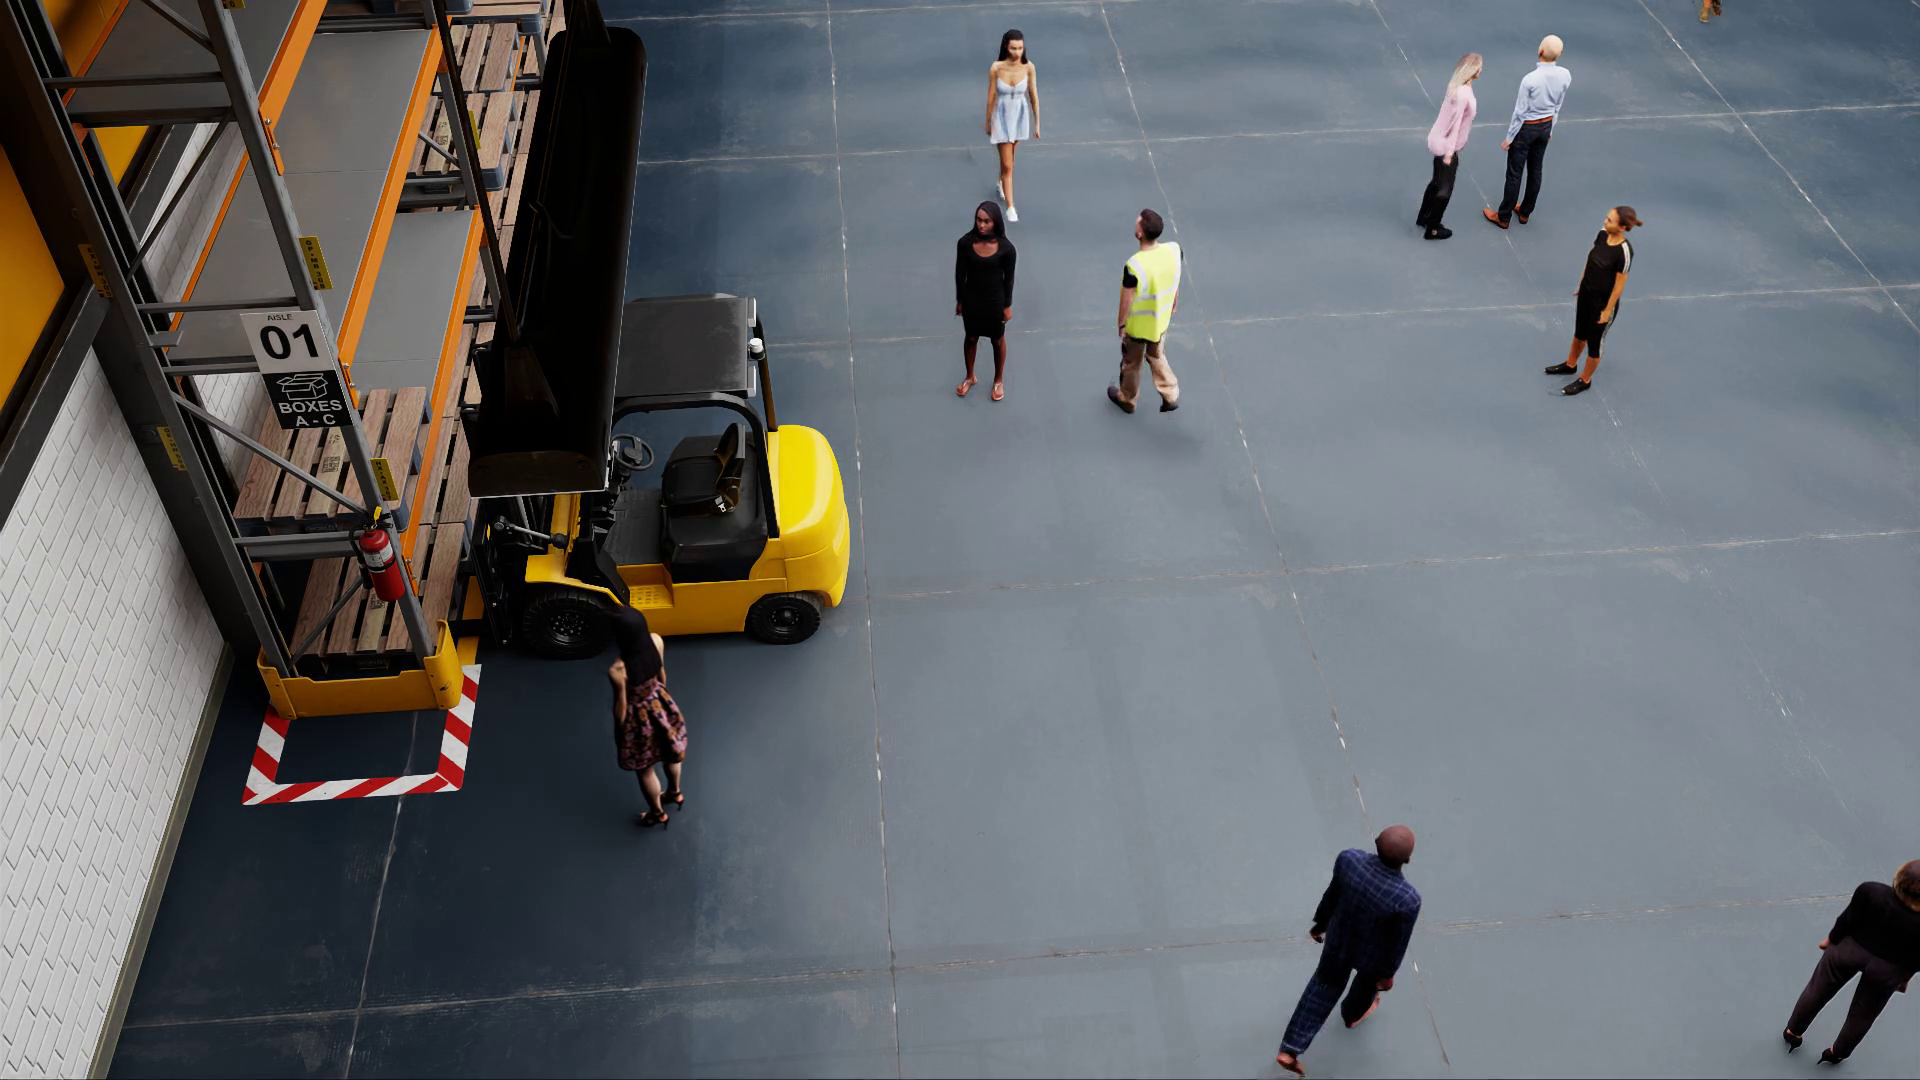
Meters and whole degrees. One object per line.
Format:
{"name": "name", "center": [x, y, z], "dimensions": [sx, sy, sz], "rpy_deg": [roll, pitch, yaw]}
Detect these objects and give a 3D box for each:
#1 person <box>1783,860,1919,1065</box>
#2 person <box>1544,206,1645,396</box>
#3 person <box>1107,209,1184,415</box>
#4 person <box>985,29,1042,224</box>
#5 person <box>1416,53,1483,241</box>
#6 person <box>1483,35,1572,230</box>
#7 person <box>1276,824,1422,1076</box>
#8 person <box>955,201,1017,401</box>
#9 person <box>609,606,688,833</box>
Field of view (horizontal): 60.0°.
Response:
{"name": "person", "center": [4.682, 2.195, 8.610], "dimensions": [0.685, 1.670, 0.739], "rpy_deg": [29, 51, 27]}
{"name": "person", "center": [4.964, -1.884, 12.893], "dimensions": [0.661, 1.669, 0.486], "rpy_deg": [-9, 44, -9]}
{"name": "person", "center": [1.448, -1.644, 12.521], "dimensions": [0.918, 1.834, 1.025], "rpy_deg": [-23, 48, -22]}
{"name": "person", "center": [0.425, -3.790, 14.871], "dimensions": [0.728, 1.699, 1.054], "rpy_deg": [-10, 45, -10]}
{"name": "person", "center": [4.209, -3.465, 14.548], "dimensions": [0.785, 1.673, 0.658], "rpy_deg": [17, 46, 17]}
{"name": "person", "center": [4.997, -3.562, 14.566], "dimensions": [0.684, 1.791, 0.636], "rpy_deg": [-12, 45, -13]}
{"name": "person", "center": [2.027, 2.140, 8.582], "dimensions": [1.116, 1.789, 1.161], "rpy_deg": [32, 52, 29]}
{"name": "person", "center": [0.194, -1.841, 12.810], "dimensions": [0.672, 1.721, 0.622], "rpy_deg": [10, 44, 10]}
{"name": "person", "center": [-1.842, 1.044, 9.743], "dimensions": [0.863, 1.774, 0.791], "rpy_deg": [24, 49, 23]}
